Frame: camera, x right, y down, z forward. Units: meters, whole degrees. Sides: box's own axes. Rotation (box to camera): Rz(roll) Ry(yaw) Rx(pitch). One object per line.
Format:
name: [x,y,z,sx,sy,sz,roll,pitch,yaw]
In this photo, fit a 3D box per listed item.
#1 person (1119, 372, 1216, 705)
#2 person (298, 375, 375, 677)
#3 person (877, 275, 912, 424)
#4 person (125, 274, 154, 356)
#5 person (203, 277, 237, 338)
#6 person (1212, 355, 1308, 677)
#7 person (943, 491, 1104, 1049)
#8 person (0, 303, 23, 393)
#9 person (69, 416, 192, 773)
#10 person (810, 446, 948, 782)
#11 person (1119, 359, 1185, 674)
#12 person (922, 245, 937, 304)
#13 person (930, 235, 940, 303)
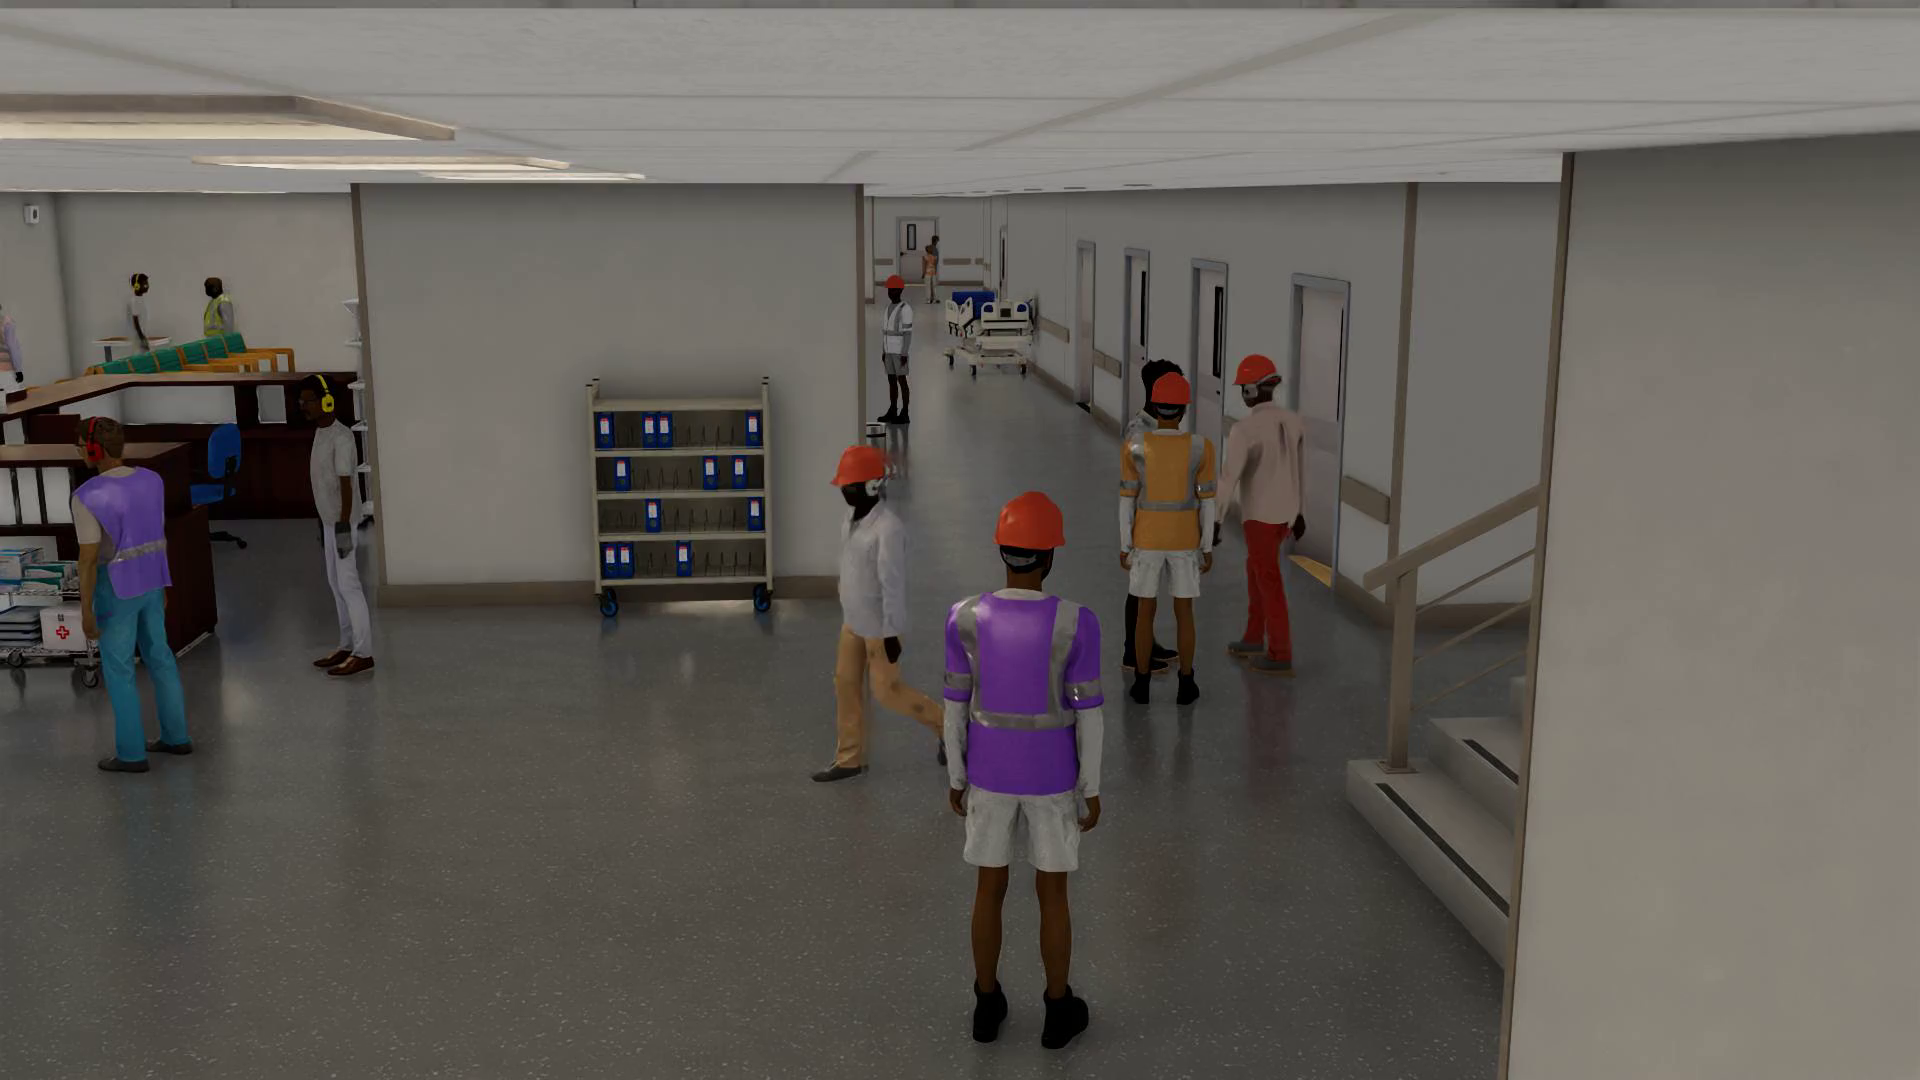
person: [1.194,-0.003,9.628,0.552,1.937,0.356,1,12,7]
person: [-3.856,-0.093,10.263,0.326,1.863,0.508,-8,14,-36]
person: [-0.849,-2.489,21.772,0.347,1.942,0.545,-9,15,-37]
person: [-11.942,-2.954,24.266,0.487,1.846,0.510,0,12,-2]
person: [-10.597,-2.843,23.785,0.474,1.822,0.638,-8,14,-33]
person: [1.830,-0.157,10.311,0.659,1.956,0.779,-10,15,-40]
person: [0.224,0.793,5.742,0.551,1.934,0.373,3,12,14]
person: [-11.420,-2.028,19.760,0.625,1.847,0.429,1,12,5]
person: [-4.244,0.282,8.502,0.382,1.835,0.571,4,12,17]
person: [-0.372,0.368,8.347,0.723,1.725,0.570,-6,13,-28]
person: [1.181,-0.146,10.296,0.387,1.954,0.610,3,12,16]
person: [-0.857,-7.497,46.980,0.514,1.641,0.315,-9,14,-37]
person: [-0.749,-7.692,47.229,0.375,1.929,0.639,-1,12,-3]
